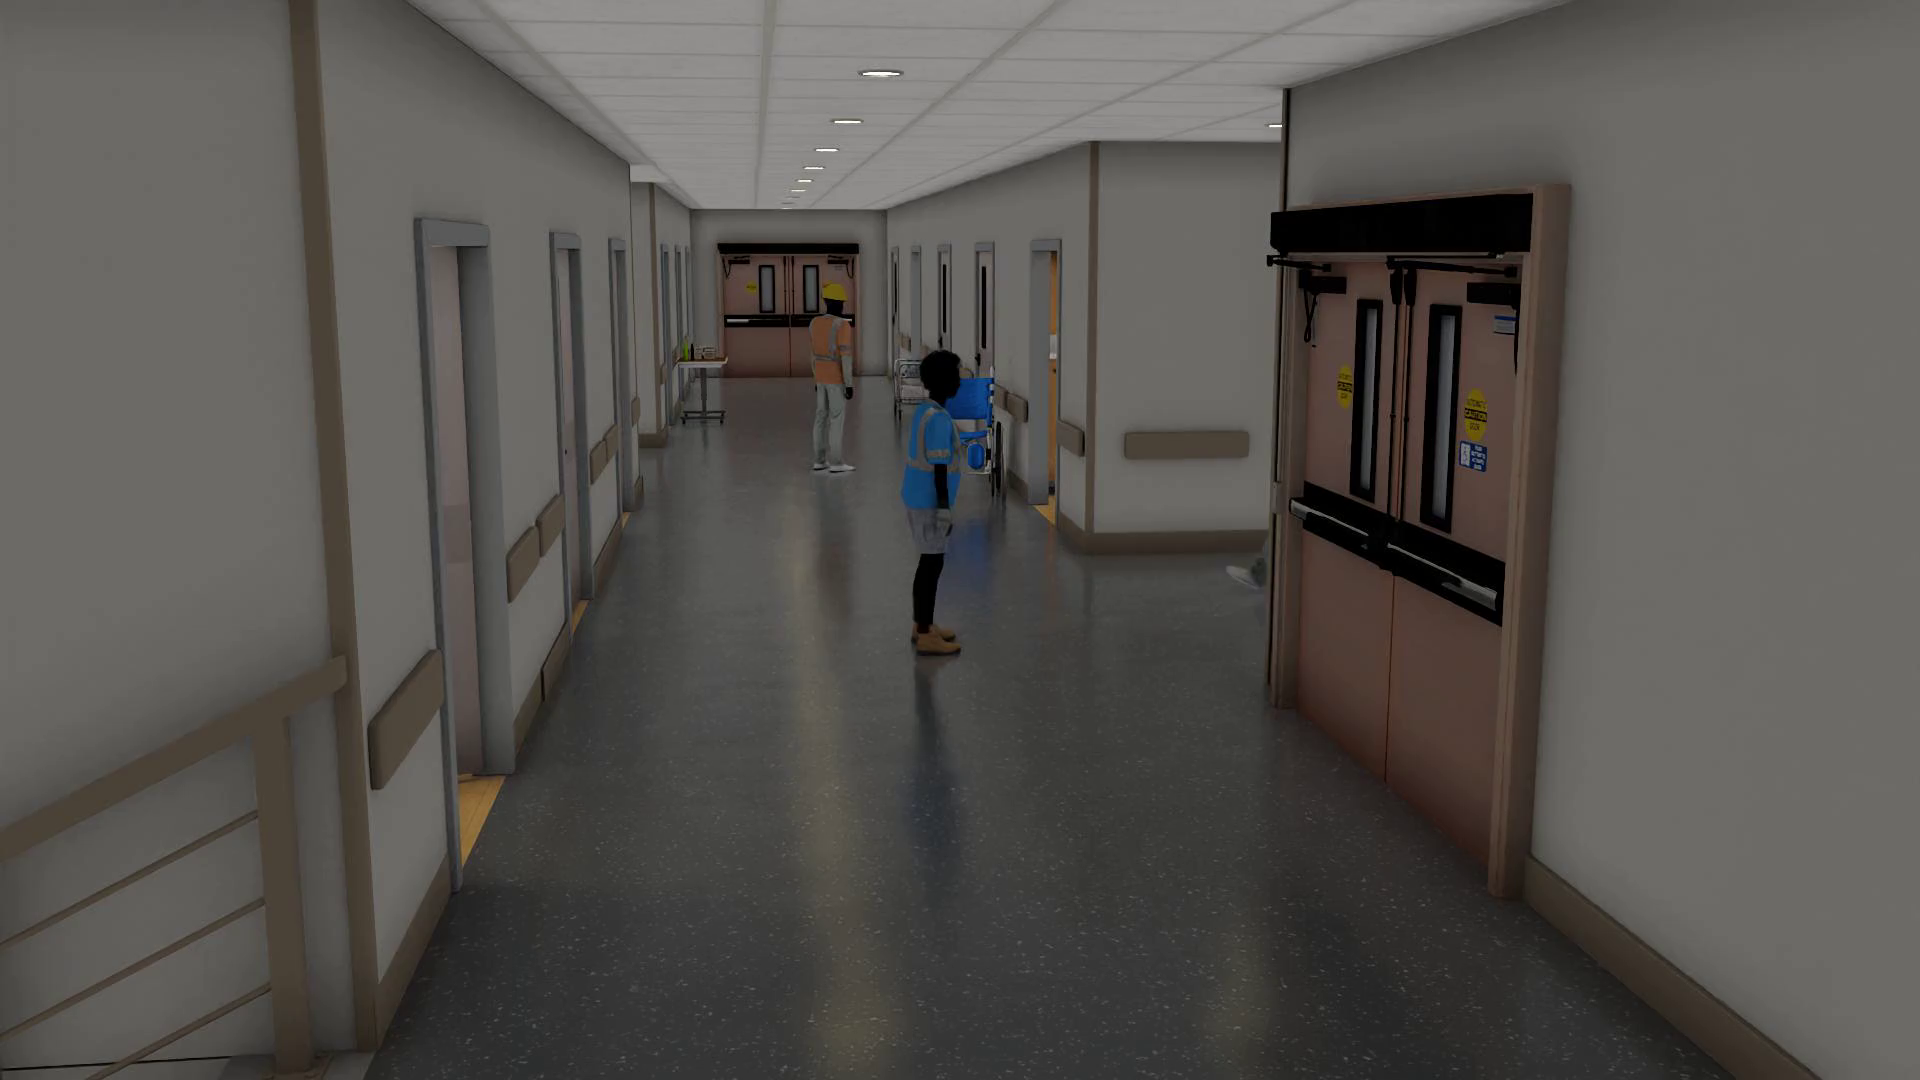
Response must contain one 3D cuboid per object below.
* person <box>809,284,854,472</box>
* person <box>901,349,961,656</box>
[{"bbox_3d":[-1.296,-1.653,17.019,0.587,1.919,0.394,10,14,44],"label":"person"},{"bbox_3d":[-0.158,-0.214,9.275,0.324,1.694,0.581,-2,10,-10],"label":"person"}]
